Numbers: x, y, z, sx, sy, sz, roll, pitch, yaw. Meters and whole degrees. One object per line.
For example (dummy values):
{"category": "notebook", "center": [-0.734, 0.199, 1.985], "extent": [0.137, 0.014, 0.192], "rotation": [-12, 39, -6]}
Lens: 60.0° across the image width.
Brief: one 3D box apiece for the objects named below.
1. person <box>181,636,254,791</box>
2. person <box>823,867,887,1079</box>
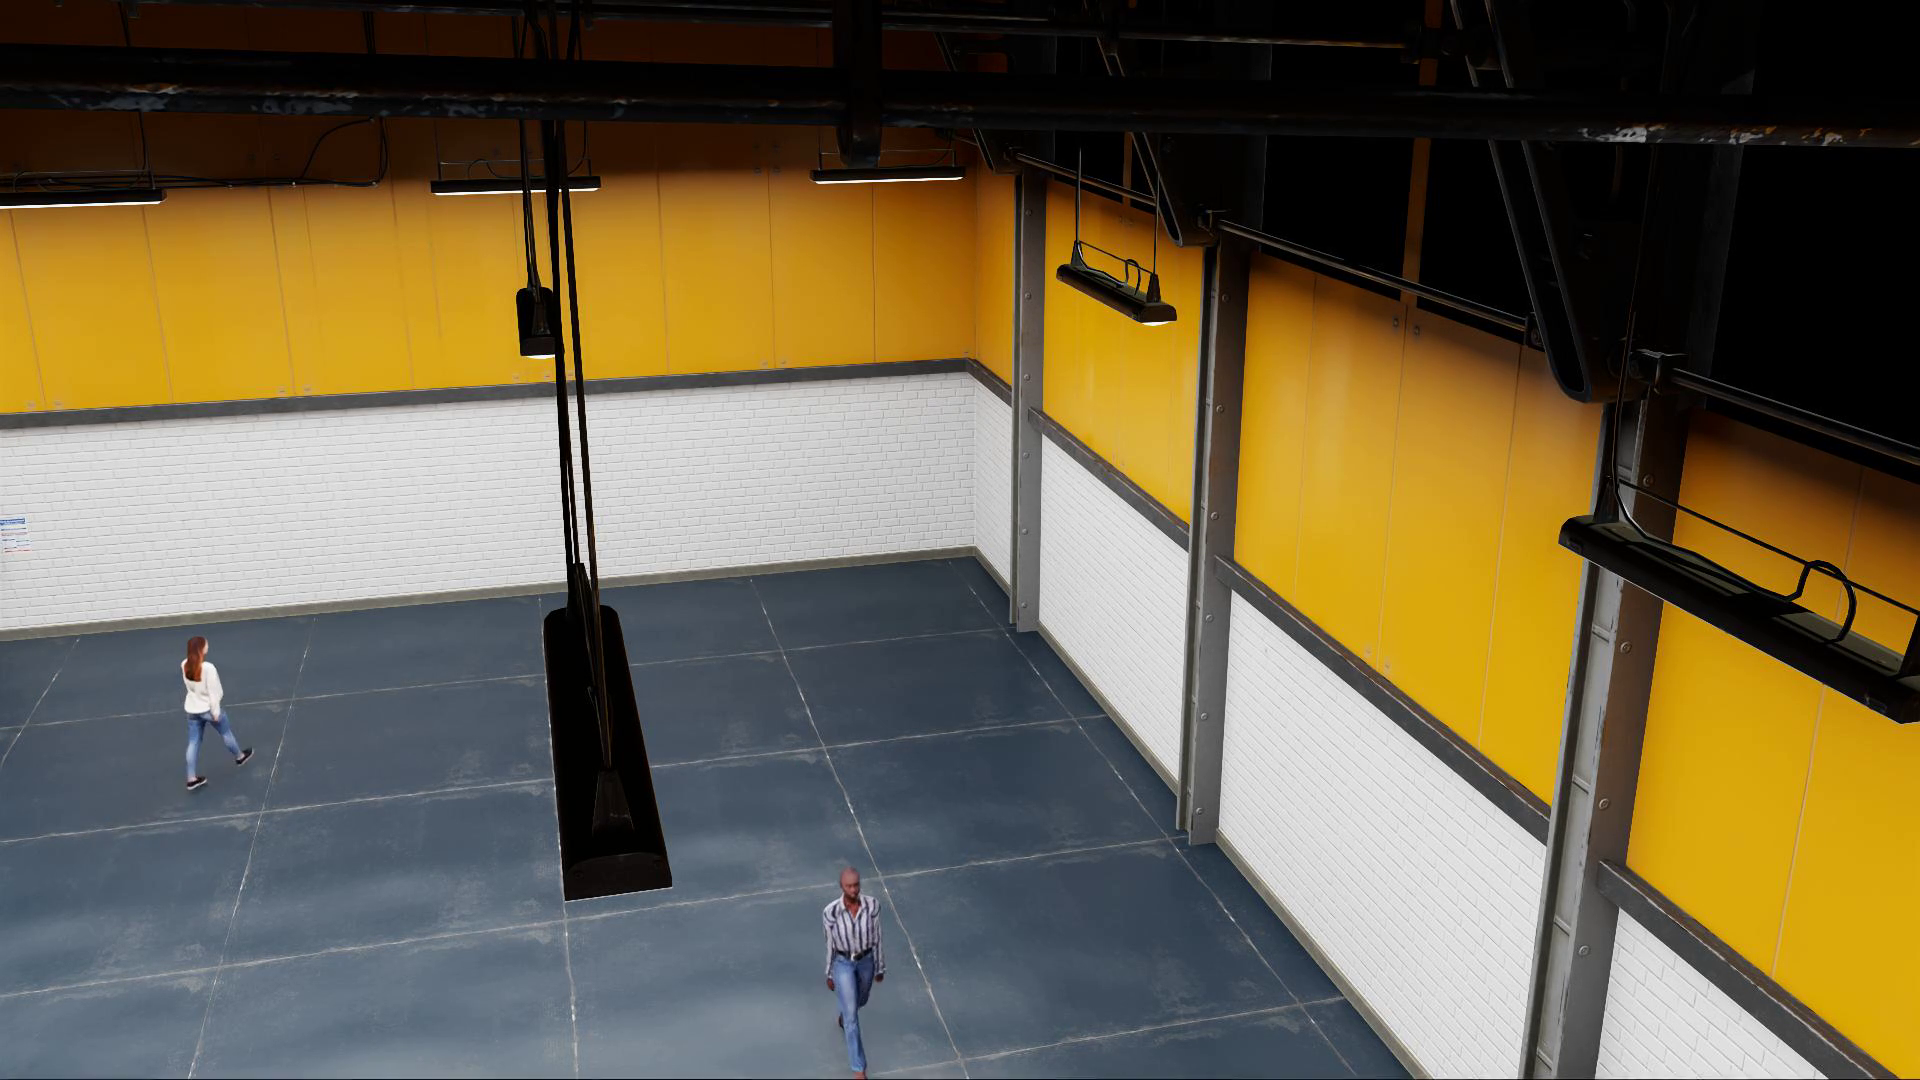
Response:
{"category": "person", "center": [-8.160, 1.875, 17.826], "extent": [0.990, 1.640, 1.194], "rotation": [5, 19, 16]}
{"category": "person", "center": [-0.872, 3.369, 13.190], "extent": [0.719, 1.767, 1.107], "rotation": [-7, 20, -20]}
